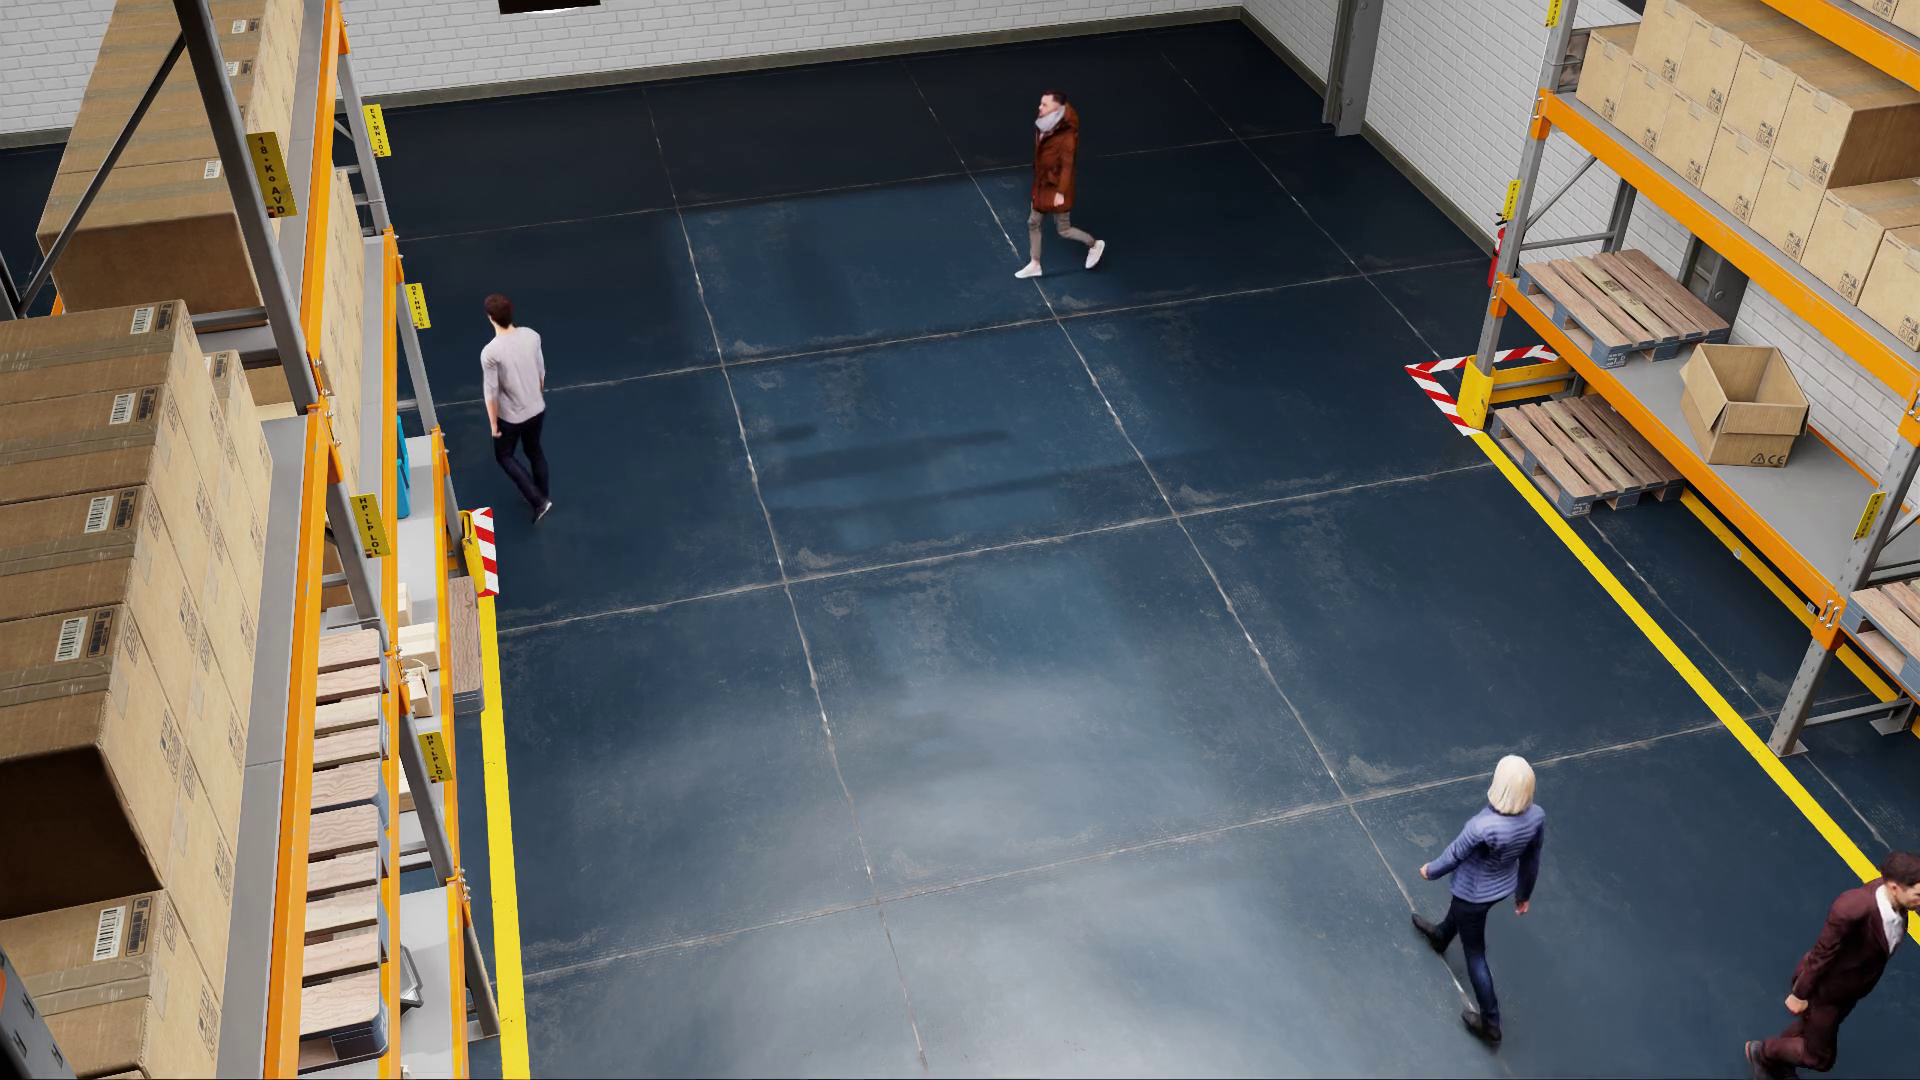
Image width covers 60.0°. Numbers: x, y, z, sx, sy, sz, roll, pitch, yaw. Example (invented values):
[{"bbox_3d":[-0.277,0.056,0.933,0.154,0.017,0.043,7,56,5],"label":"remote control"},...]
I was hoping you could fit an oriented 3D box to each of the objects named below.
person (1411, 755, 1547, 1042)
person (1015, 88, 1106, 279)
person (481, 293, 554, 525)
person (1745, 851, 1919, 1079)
[{"bbox_3d":[2.774,1.875,8.667,0.796,1.706,1.182,-17,42,-20],"label":"person"},{"bbox_3d":[0.920,-3.167,14.898,0.930,1.811,1.094,-19,42,-22],"label":"person"},{"bbox_3d":[-3.134,-0.901,12.050,0.951,1.823,0.890,27,46,30],"label":"person"},{"bbox_3d":[4.269,2.123,8.242,0.777,1.850,0.757,-20,43,-24],"label":"person"}]
